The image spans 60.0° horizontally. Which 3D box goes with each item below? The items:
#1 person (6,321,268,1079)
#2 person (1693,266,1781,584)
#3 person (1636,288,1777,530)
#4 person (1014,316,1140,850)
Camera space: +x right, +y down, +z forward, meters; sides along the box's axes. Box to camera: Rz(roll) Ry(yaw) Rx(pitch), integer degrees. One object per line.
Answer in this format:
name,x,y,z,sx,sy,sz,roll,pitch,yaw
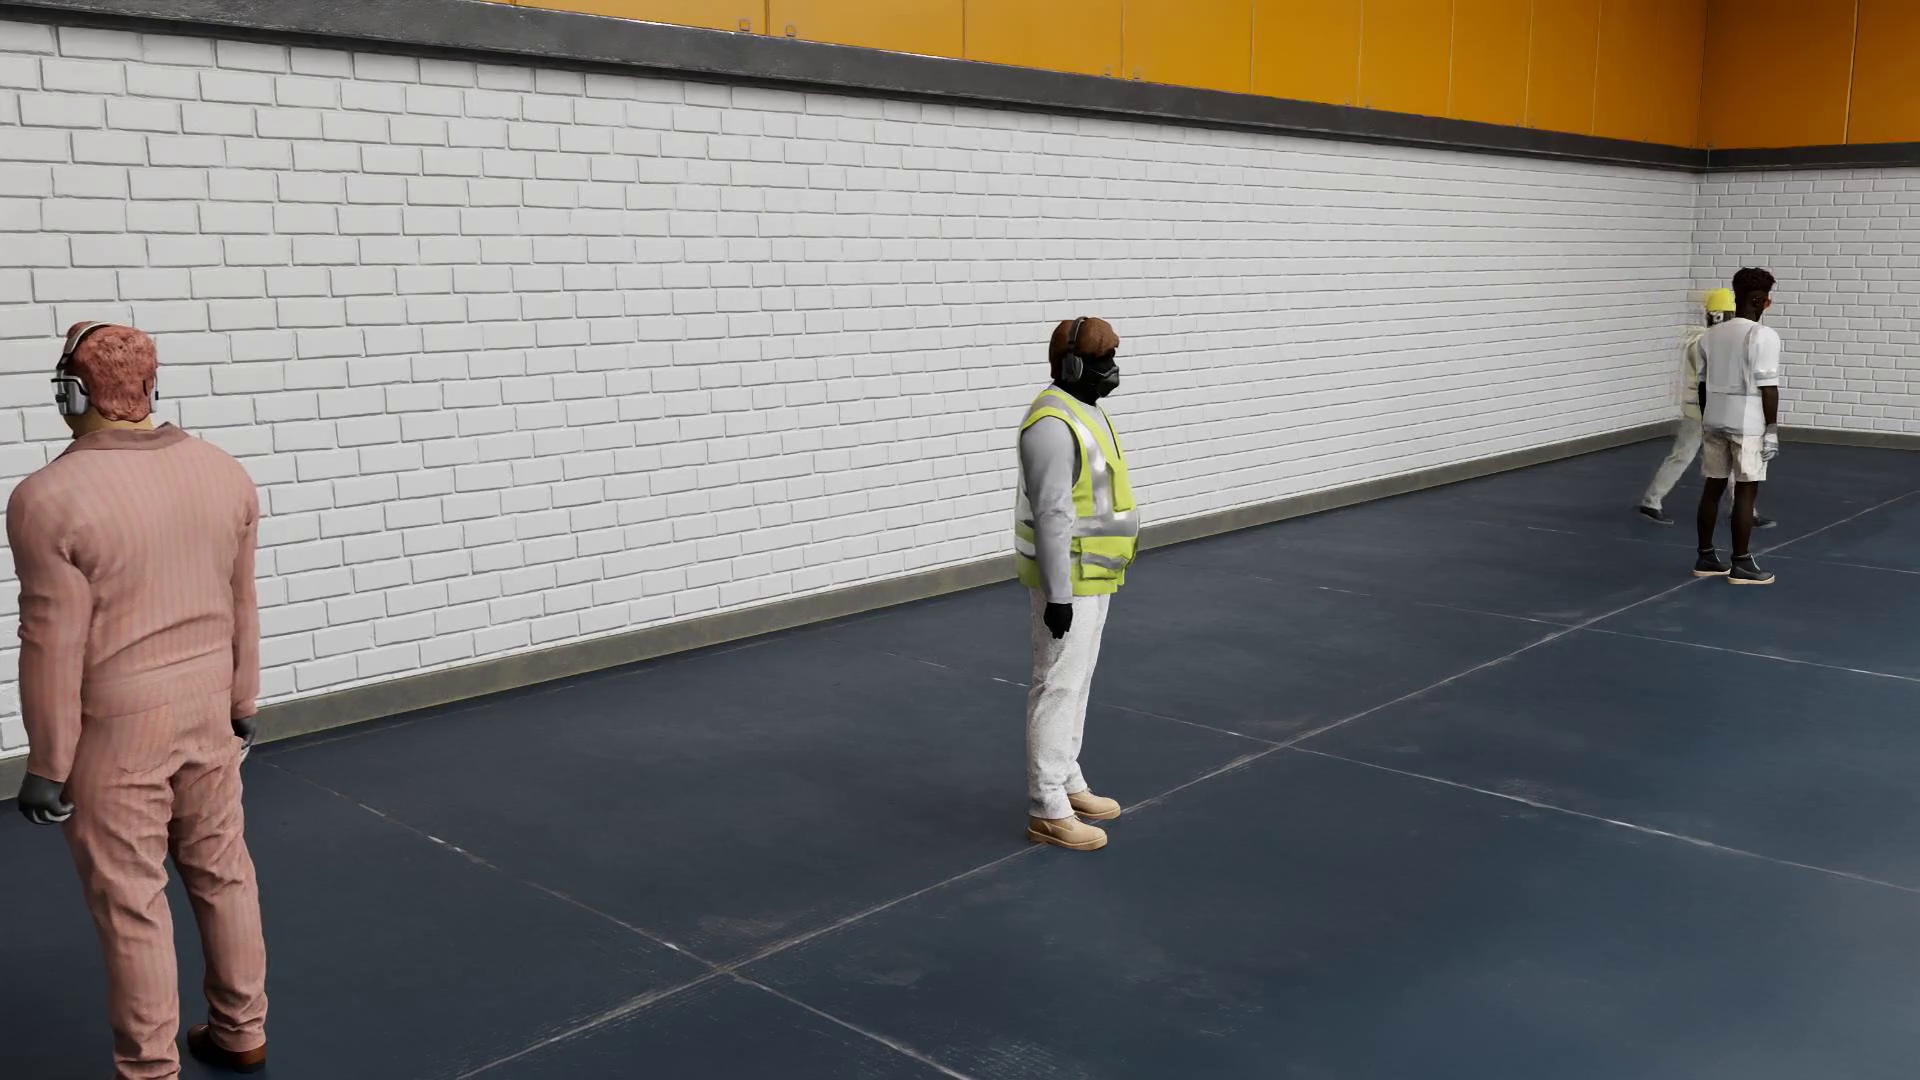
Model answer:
person,-1.967,0.437,3.978,0.403,1.905,0.651,4,11,22
person,4.842,-0.709,10.340,0.368,1.963,0.603,-4,11,-21
person,5.536,-0.962,12.311,0.955,1.787,0.593,9,13,42
person,0.412,0.141,5.848,0.429,1.841,0.634,3,10,15
